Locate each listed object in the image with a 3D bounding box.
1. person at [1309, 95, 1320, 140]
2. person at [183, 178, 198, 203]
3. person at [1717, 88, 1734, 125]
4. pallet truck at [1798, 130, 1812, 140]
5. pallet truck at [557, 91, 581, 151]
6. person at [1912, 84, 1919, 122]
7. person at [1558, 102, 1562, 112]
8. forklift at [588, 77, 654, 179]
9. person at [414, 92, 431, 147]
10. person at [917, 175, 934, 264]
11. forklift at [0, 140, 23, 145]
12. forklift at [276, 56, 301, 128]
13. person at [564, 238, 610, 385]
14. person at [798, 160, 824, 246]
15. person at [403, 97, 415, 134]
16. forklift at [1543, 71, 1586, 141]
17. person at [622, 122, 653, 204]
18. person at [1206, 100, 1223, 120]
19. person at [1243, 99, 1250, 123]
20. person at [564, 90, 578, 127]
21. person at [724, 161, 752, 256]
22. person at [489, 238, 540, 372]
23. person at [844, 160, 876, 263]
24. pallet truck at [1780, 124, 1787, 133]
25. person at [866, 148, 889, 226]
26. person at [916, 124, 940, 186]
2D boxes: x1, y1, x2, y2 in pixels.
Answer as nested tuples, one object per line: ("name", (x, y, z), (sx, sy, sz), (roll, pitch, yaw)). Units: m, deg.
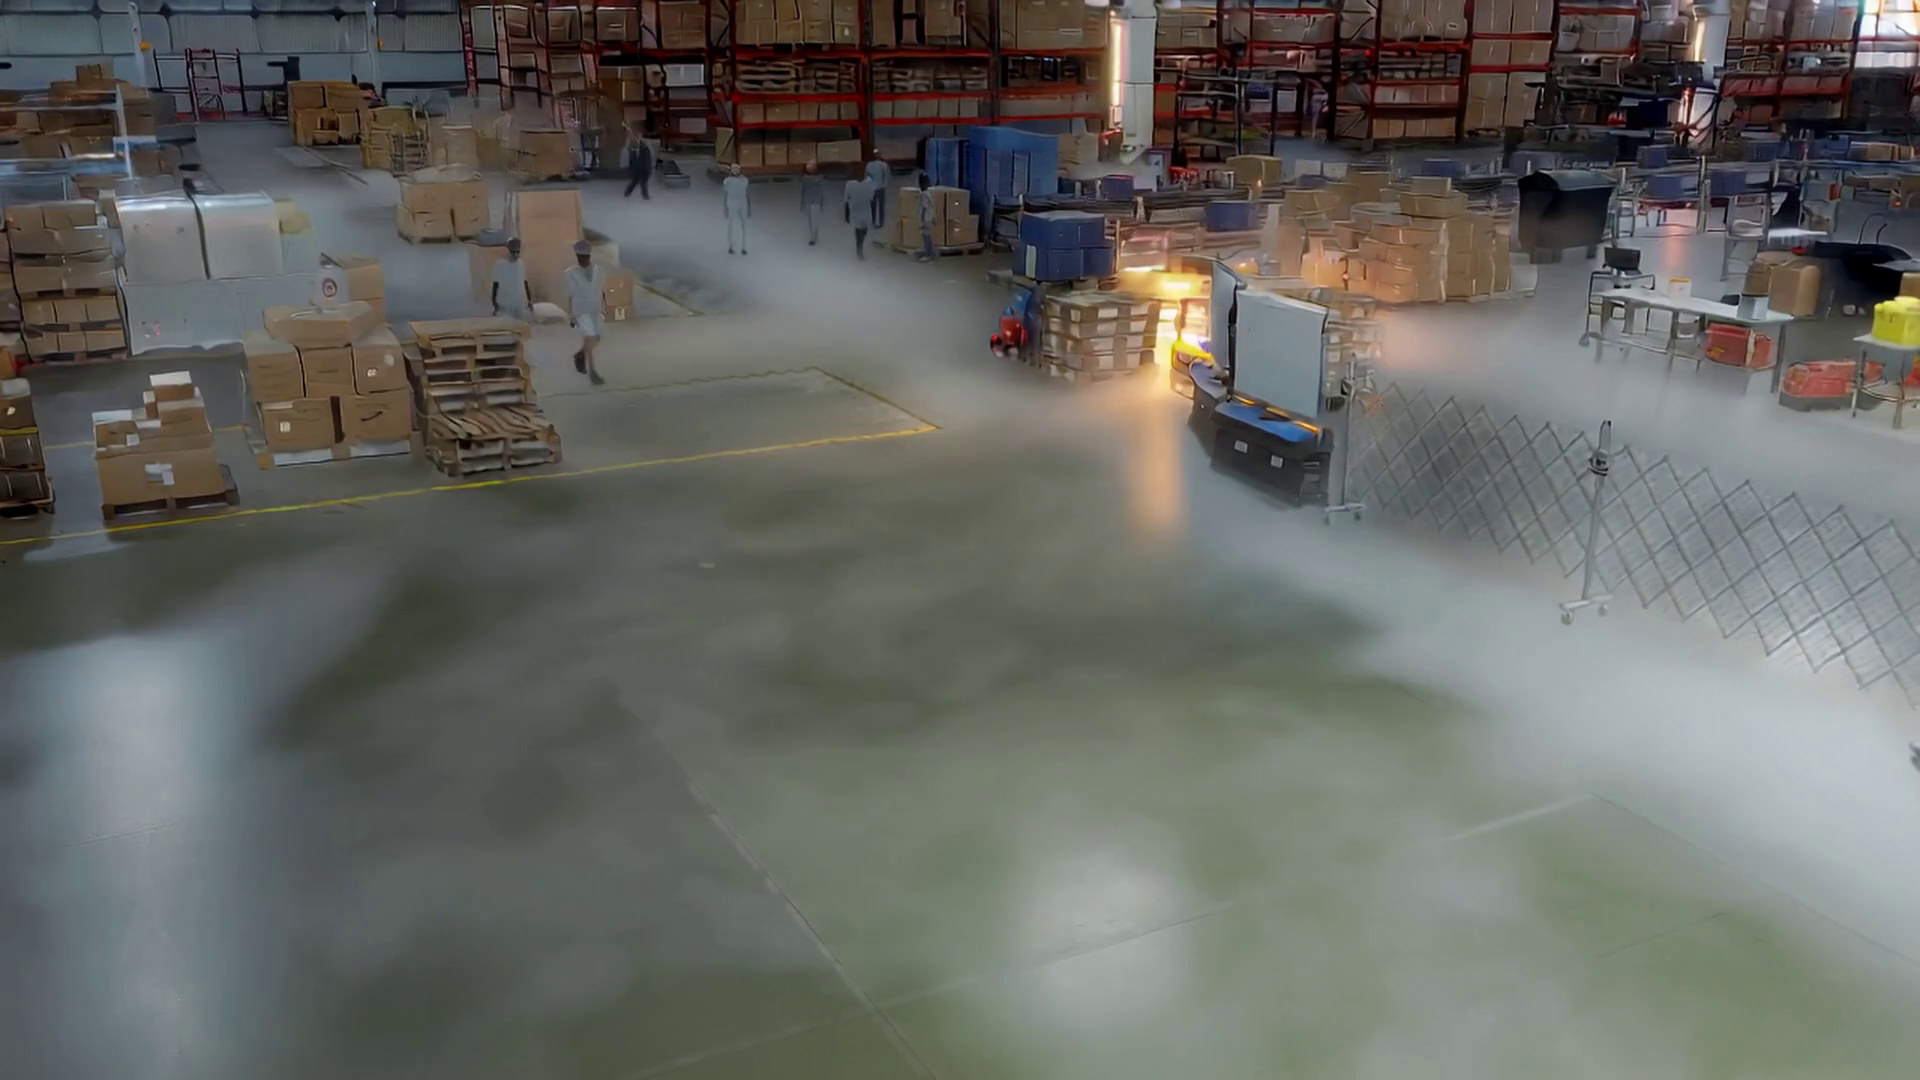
("person", (13.133, -15.629, 61.568), (0.279, 1.633, 0.499), (15, 23, 40))
("person", (-13.486, -5.451, 29.417), (0.594, 1.903, 0.651), (-2, 18, -7))
("person", (27.967, -15.558, 60.873), (0.542, 1.928, 0.374), (4, 18, 13))
("pallet truck", (25.526, -11.556, 49.408), (1.630, 1.274, 0.653), (-9, 20, -26))
("pallet truck", (-13.495, -14.412, 57.188), (0.823, 1.965, 1.885), (-3, 18, -9))
("person", (41.201, -18.890, 71.270), (0.614, 1.941, 1.050), (5, 18, 15))
("person", (19.622, -13.367, 54.230), (0.760, 1.801, 0.618), (-9, 20, -26))
("forklift", (-9.901, -11.889, 47.898), (1.873, 2.768, 1.129), (-9, 20, -26))
("person", (-18.921, -14.785, 58.503), (0.588, 1.909, 0.387), (8, 20, 24))
("person", (-0.663, -6.163, 31.967), (0.317, 1.691, 0.535), (5, 18, 15))
("forklift", (-34.684, -15.432, 58.943), (1.873, 2.768, 1.129), (-2, 18, -7))
("forklift", (-27.100, -18.345, 68.028), (1.873, 2.768, 1.129), (-9, 20, -26))
("person", (-4.934, -3.029, 21.846), (0.548, 1.912, 0.814), (-16, 24, -41))
("person", (-3.084, -6.945, 34.320), (0.528, 1.752, 0.520), (3, 18, 8))
("person", (-19.910, -15.169, 60.144), (0.320, 1.628, 0.509), (-5, 19, -16))
("forklift", (18.685, -13.231, 52.085), (1.873, 2.768, 1.129), (-9, 20, -26))
("person", (-8.061, -9.418, 41.551), (0.680, 2.000, 0.697), (7, 19, 21))
("person", (8.664, -14.228, 56.793), (0.756, 1.880, 0.461), (14, 22, 37))
("person", (11.299, -17.184, 66.107), (0.414, 1.822, 0.615), (-7, 19, -21))
("person", (-14.380, -15.686, 61.413), (0.429, 1.843, 0.631), (8, 20, 25))
("person", (-4.384, -6.553, 32.926), (0.540, 1.854, 0.391), (-7, 19, -21))
("person", (-5.962, -3.146, 22.371), (1.019, 1.807, 0.541), (11, 21, 32))
("person", (-1.965, -6.403, 32.318), (0.620, 1.938, 0.833), (-7, 19, -21))
("pallet truck", (25.206, -12.542, 52.601), (1.601, 1.201, 0.680), (0, 18, -2))
("person", (-1.854, -7.872, 37.205), (0.529, 1.749, 0.641), (2, 18, 5))
("person", (-0.819, -9.405, 41.664), (0.632, 1.957, 0.987), (9, 20, 27))
